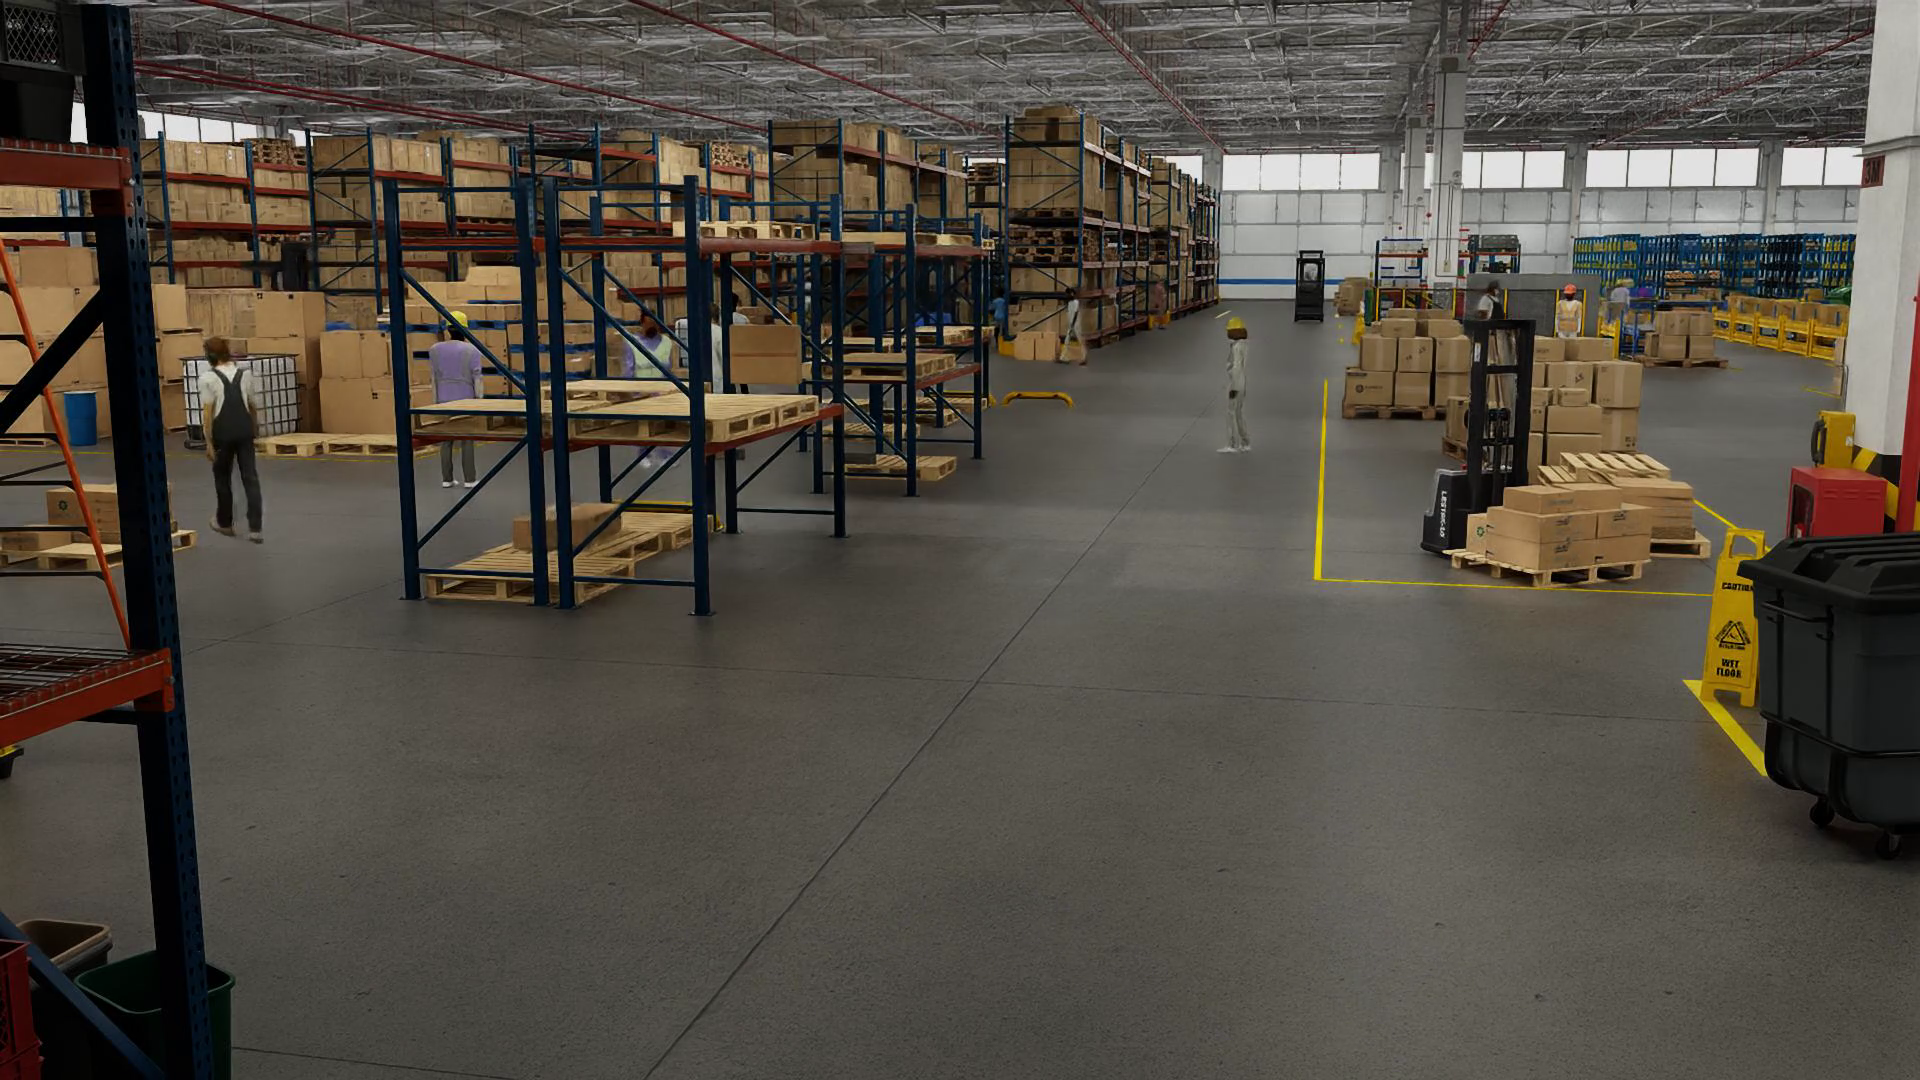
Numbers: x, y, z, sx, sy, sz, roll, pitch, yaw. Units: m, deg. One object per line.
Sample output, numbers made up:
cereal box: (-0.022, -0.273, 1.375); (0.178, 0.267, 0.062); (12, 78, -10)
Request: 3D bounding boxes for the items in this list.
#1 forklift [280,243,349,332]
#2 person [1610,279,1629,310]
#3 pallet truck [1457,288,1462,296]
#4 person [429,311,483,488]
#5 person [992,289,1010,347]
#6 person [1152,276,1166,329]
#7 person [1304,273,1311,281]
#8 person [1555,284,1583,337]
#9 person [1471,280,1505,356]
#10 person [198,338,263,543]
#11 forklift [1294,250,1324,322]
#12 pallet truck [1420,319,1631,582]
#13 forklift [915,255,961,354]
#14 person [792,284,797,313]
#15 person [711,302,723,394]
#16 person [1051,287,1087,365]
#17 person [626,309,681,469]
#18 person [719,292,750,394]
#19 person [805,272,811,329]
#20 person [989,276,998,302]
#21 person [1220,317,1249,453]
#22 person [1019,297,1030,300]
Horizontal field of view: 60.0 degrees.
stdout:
forklift: (-14.396, -5.065, 36.198); (1.873, 2.768, 1.129); (-1, 10, -4)
person: (22.128, -7.849, 55.885); (0.587, 1.791, 0.844); (1, 10, 4)
pallet truck: (20.506, -9.785, 68.819); (0.653, 1.274, 1.630); (2, 10, 12)
person: (-5.438, -1.515, 18.040); (0.581, 1.919, 0.406); (1, 10, 4)
person: (1.155, -6.248, 46.826); (0.535, 1.658, 0.848); (2, 10, 12)
person: (7.066, -8.362, 58.653); (0.452, 1.895, 0.648); (3, 10, 17)
person: (14.691, -10.389, 70.621); (0.636, 1.911, 0.799); (4, 10, 21)
person: (13.168, -4.559, 36.006); (0.546, 1.934, 0.376); (3, 10, 18)
person: (12.010, -4.898, 37.695); (0.663, 2.000, 0.701); (8, 13, 40)
person: (-6.425, -0.873, 14.620); (0.951, 1.784, 0.538); (9, 13, 43)
forklift: (13.778, -10.002, 65.433); (1.129, 2.768, 1.873); (2, 10, 12)
pallet truck: (4.543, -0.757, 13.299); (0.823, 1.965, 1.885); (-4, 10, -22)
forklift: (-0.706, -6.195, 42.892); (1.129, 2.768, 1.873); (2, 10, 12)
person: (-6.994, -10.394, 71.455); (0.530, 1.623, 0.504); (2, 10, 12)
person: (-3.105, -2.016, 20.932); (0.630, 1.940, 0.372); (6, 11, 33)
person: (2.604, -4.957, 38.698); (0.970, 1.809, 0.554); (-5, 11, -26)
person: (-3.594, -1.756, 19.555); (0.616, 1.881, 0.904); (-5, 11, -29)
person: (-3.586, -2.946, 26.403); (0.399, 1.956, 0.602); (8, 12, 38)
person: (-5.240, -8.319, 57.989); (0.628, 2.026, 0.572); (1, 10, 4)
person: (2.000, -14.320, 94.514); (0.903, 1.692, 0.504); (7, 12, 37)
person: (3.522, -1.979, 21.299); (0.324, 1.744, 0.493); (3, 10, 18)
person: (2.165, -7.467, 53.921); (0.532, 1.697, 0.319); (-5, 11, -27)
